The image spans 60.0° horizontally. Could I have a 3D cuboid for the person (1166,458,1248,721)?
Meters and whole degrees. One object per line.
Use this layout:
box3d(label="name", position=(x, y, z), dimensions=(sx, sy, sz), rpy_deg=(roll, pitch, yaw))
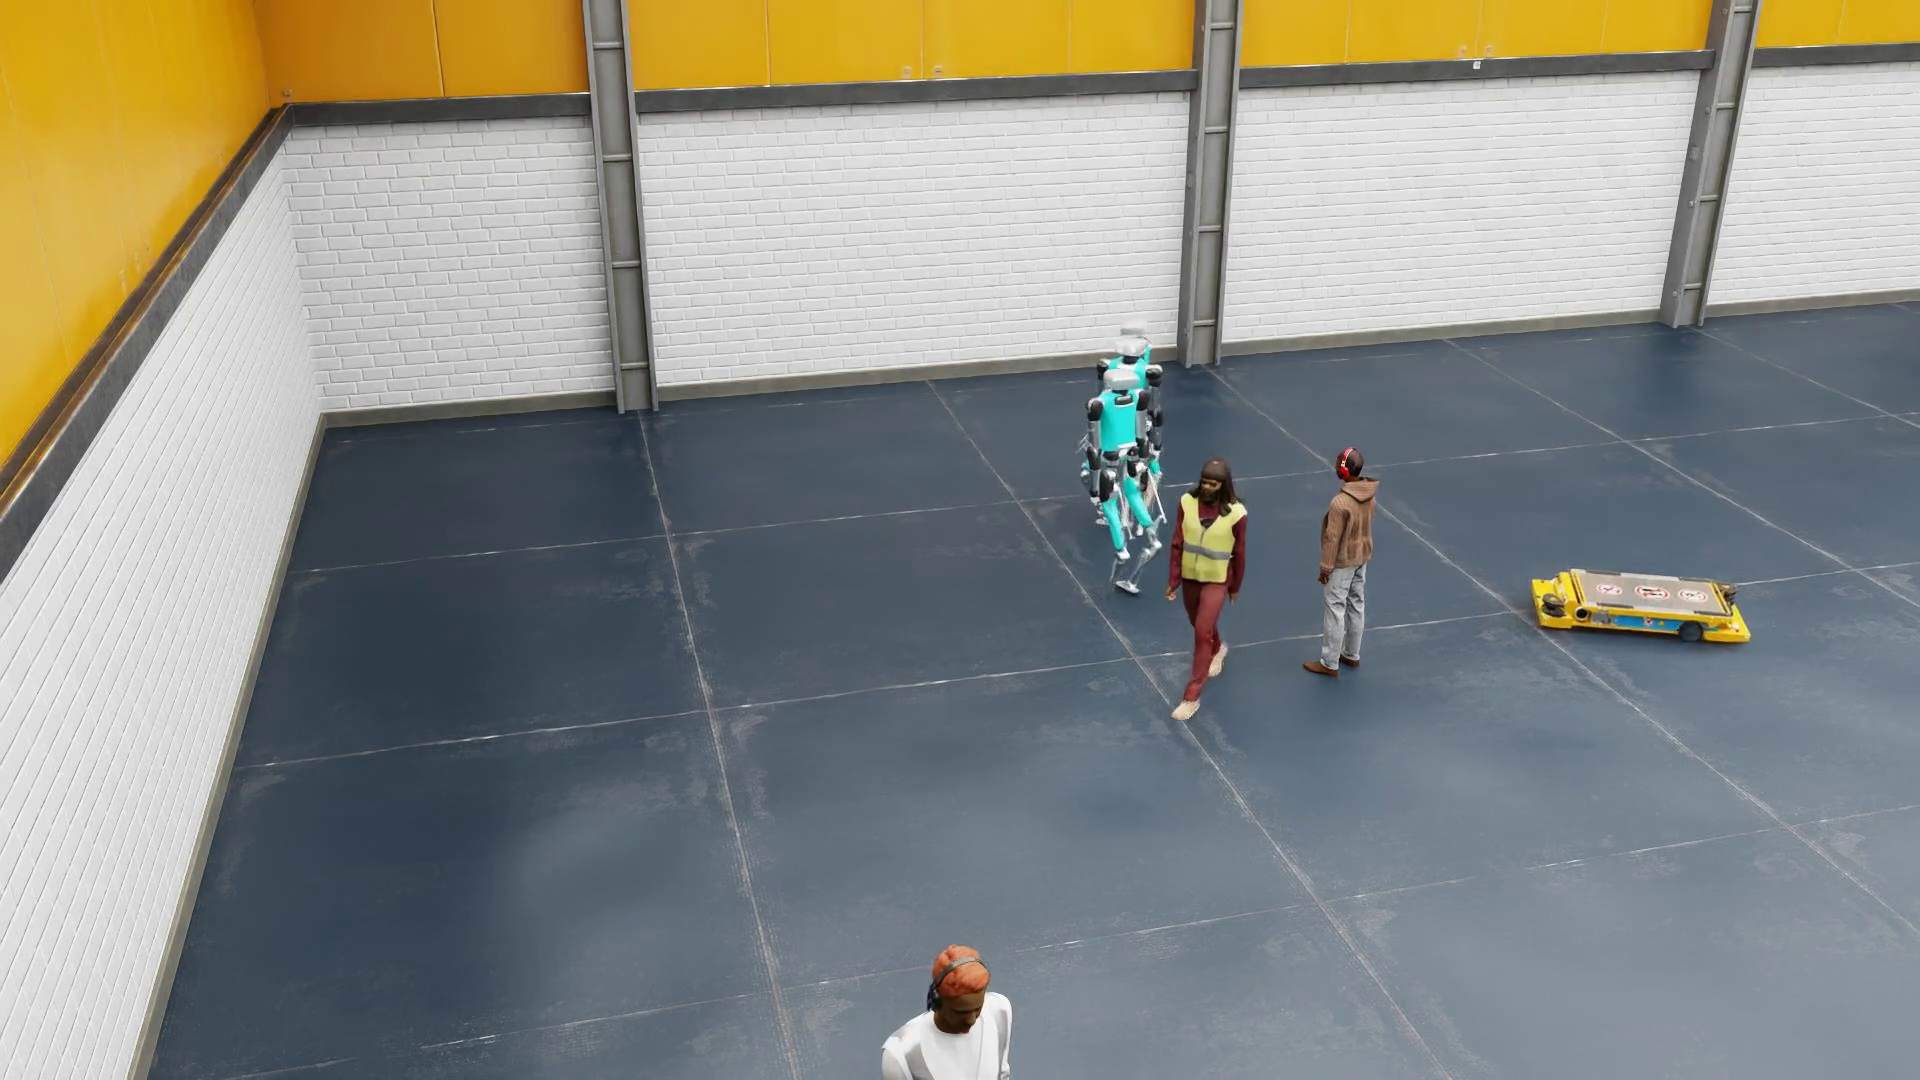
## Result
box3d(label="person", position=(1.645, 0.247, 10.992), dimensions=(0.468, 1.731, 0.908), rpy_deg=(14, 28, 29))

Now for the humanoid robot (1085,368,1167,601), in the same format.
box3d(label="humanoid robot", position=(1.278, -0.337, 12.326), dimensions=(0.538, 1.816, 0.667), rpy_deg=(-13, 27, -28))

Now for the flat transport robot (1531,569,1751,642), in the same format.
box3d(label="flat transport robot", position=(5.003, 0.481, 12.267), dimensions=(1.431, 0.231, 0.659), rpy_deg=(5, 24, 10))

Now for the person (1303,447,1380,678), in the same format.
box3d(label="person", position=(2.618, 0.157, 11.294), dimensions=(0.463, 1.648, 0.327), rpy_deg=(-20, 31, -38))

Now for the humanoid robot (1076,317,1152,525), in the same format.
box3d(label="humanoid robot", position=(1.216, -0.961, 13.682), dimensions=(0.661, 1.768, 0.536), rpy_deg=(3, 24, 8))

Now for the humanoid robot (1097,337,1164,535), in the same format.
box3d(label="humanoid robot", position=(1.430, -0.854, 13.482), dimensions=(0.532, 1.758, 0.781), rpy_deg=(10, 26, 21))

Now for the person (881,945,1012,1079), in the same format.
box3d(label="person", position=(-0.025, 2.289, 6.155), dimensions=(0.573, 1.886, 0.355), rpy_deg=(-18, 29, -35))
